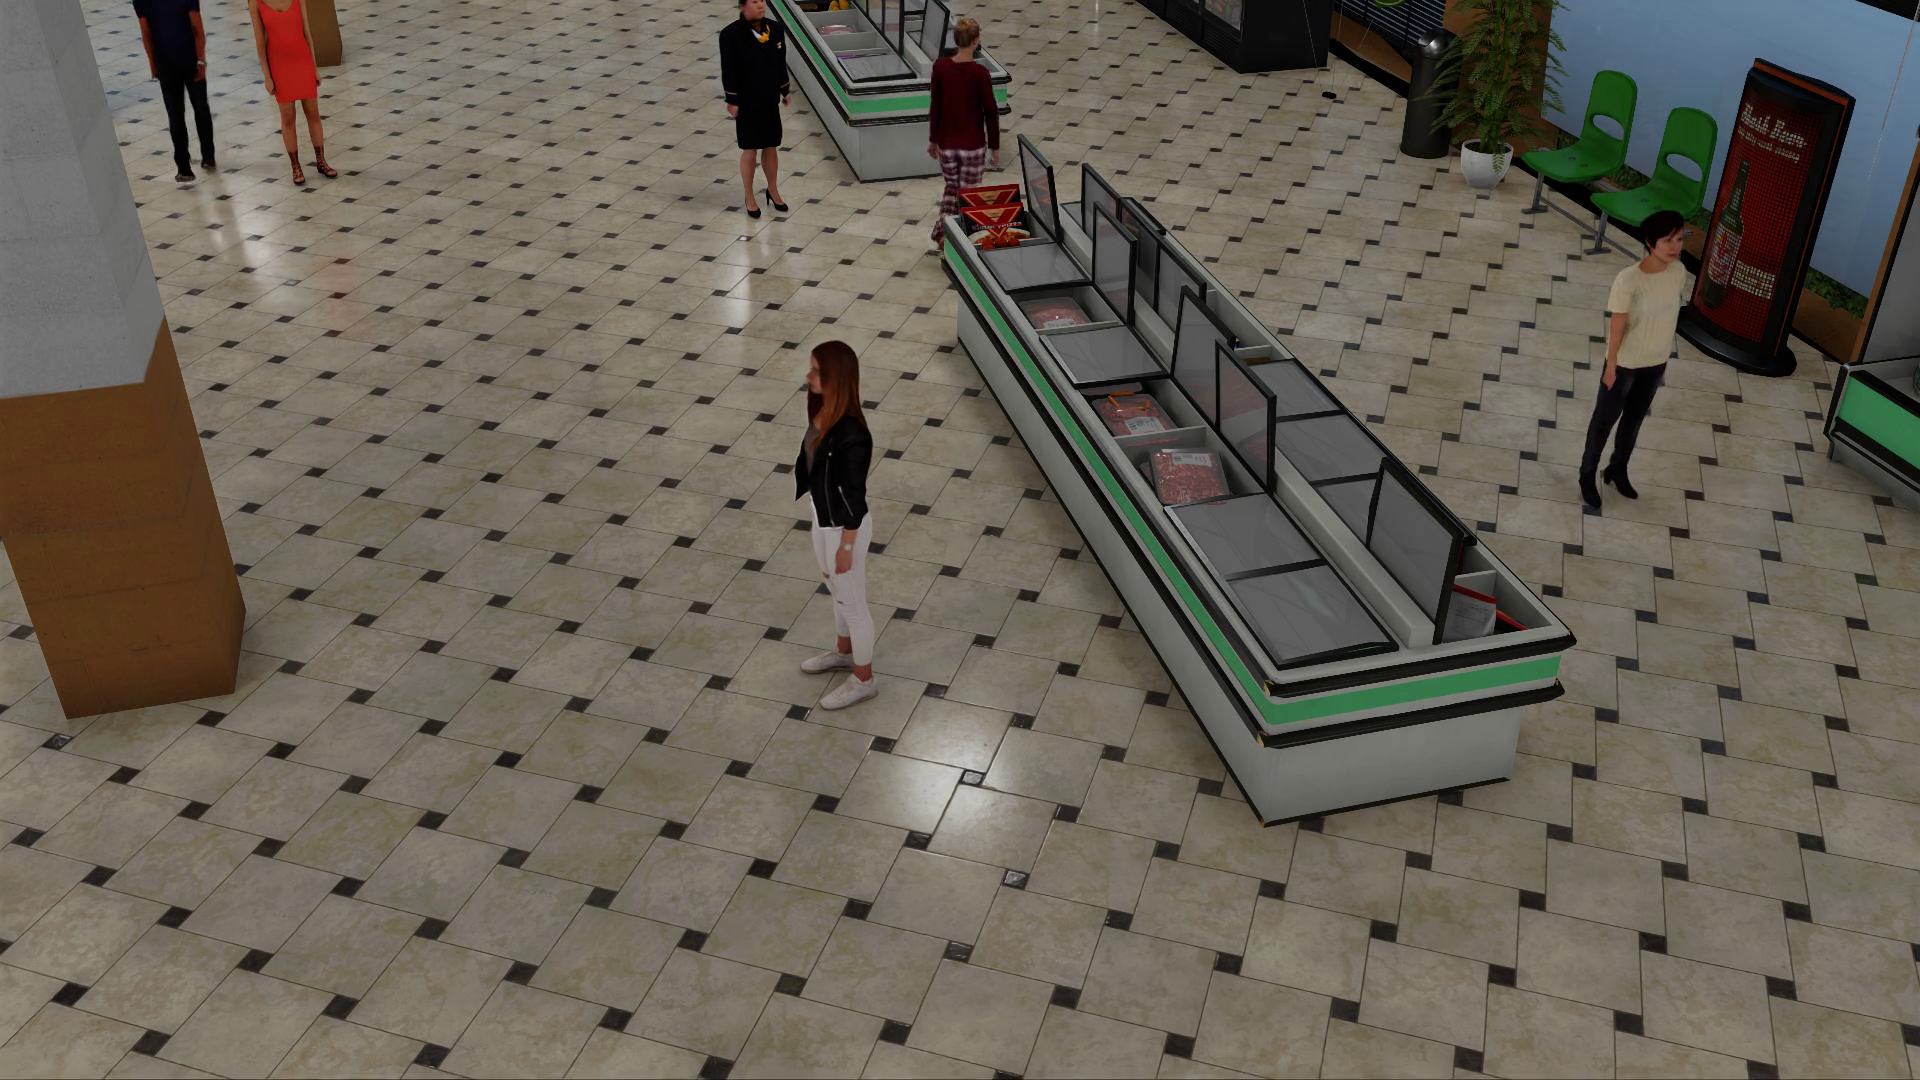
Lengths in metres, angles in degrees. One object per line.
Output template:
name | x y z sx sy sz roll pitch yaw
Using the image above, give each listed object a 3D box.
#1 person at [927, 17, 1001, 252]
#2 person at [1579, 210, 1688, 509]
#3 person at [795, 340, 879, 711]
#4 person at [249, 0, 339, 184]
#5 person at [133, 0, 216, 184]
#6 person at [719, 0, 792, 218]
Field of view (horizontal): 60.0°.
person | -0.025 -2.666 11.254 0.805 1.691 0.857 13 34 20
person | 3.473 -0.930 8.563 0.613 1.587 0.508 -12 34 -18
person | -0.507 -0.071 7.072 0.667 1.704 0.480 -11 34 -17
person | -5.140 -3.624 12.767 0.658 1.719 0.649 -22 38 -31
person | -6.013 -3.718 12.880 0.631 1.759 0.944 -8 33 -13
person | -1.478 -3.211 12.146 0.776 1.675 0.749 -20 37 -29
